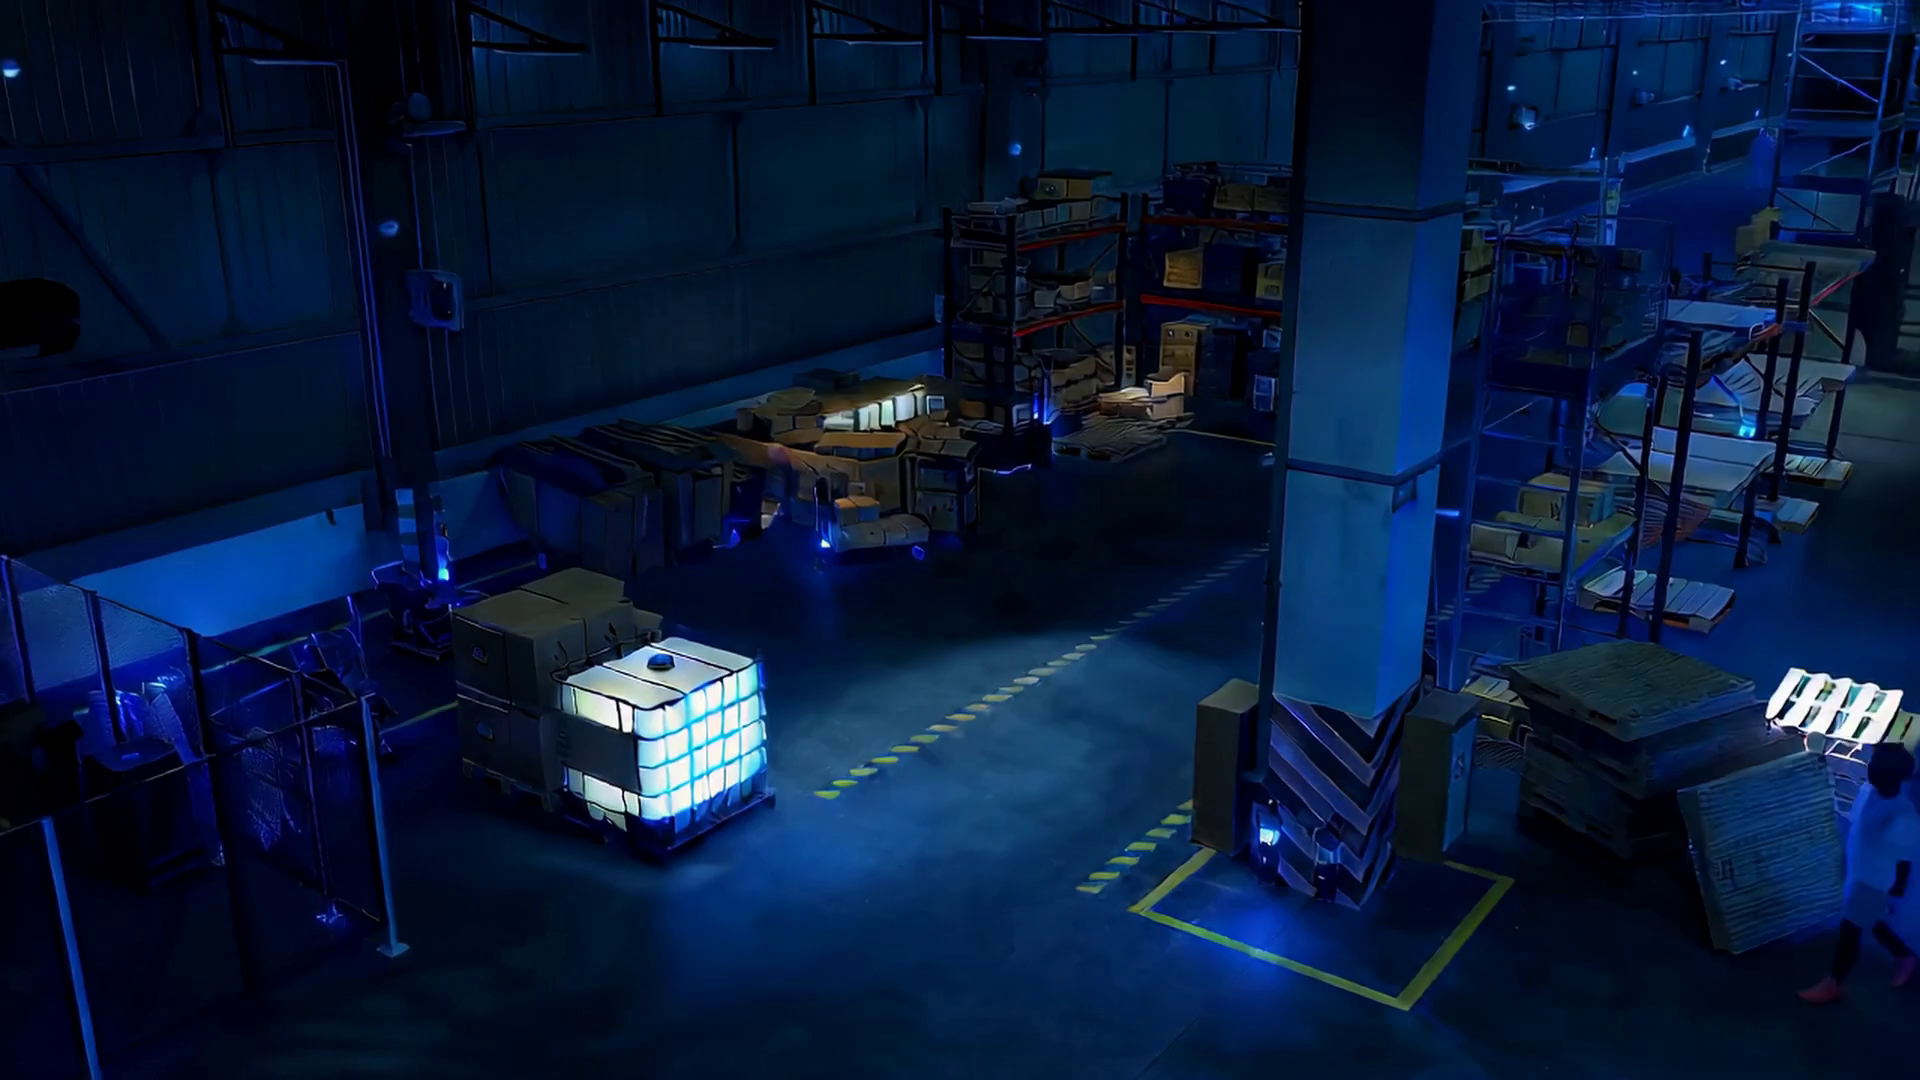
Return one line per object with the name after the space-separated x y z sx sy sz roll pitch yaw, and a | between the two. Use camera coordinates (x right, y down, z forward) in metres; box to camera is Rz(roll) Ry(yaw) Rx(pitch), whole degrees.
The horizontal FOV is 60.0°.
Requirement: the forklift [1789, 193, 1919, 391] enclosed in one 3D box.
13.940 -3.842 25.379 1.873 2.768 1.129 13 22 34 | forklift

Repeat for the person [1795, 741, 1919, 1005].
5.341 1.928 9.617 0.721 1.670 0.536 0 18 0 | person

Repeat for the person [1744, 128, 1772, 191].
24.363 -11.632 50.847 0.998 1.849 0.658 -9 20 -26 | person
